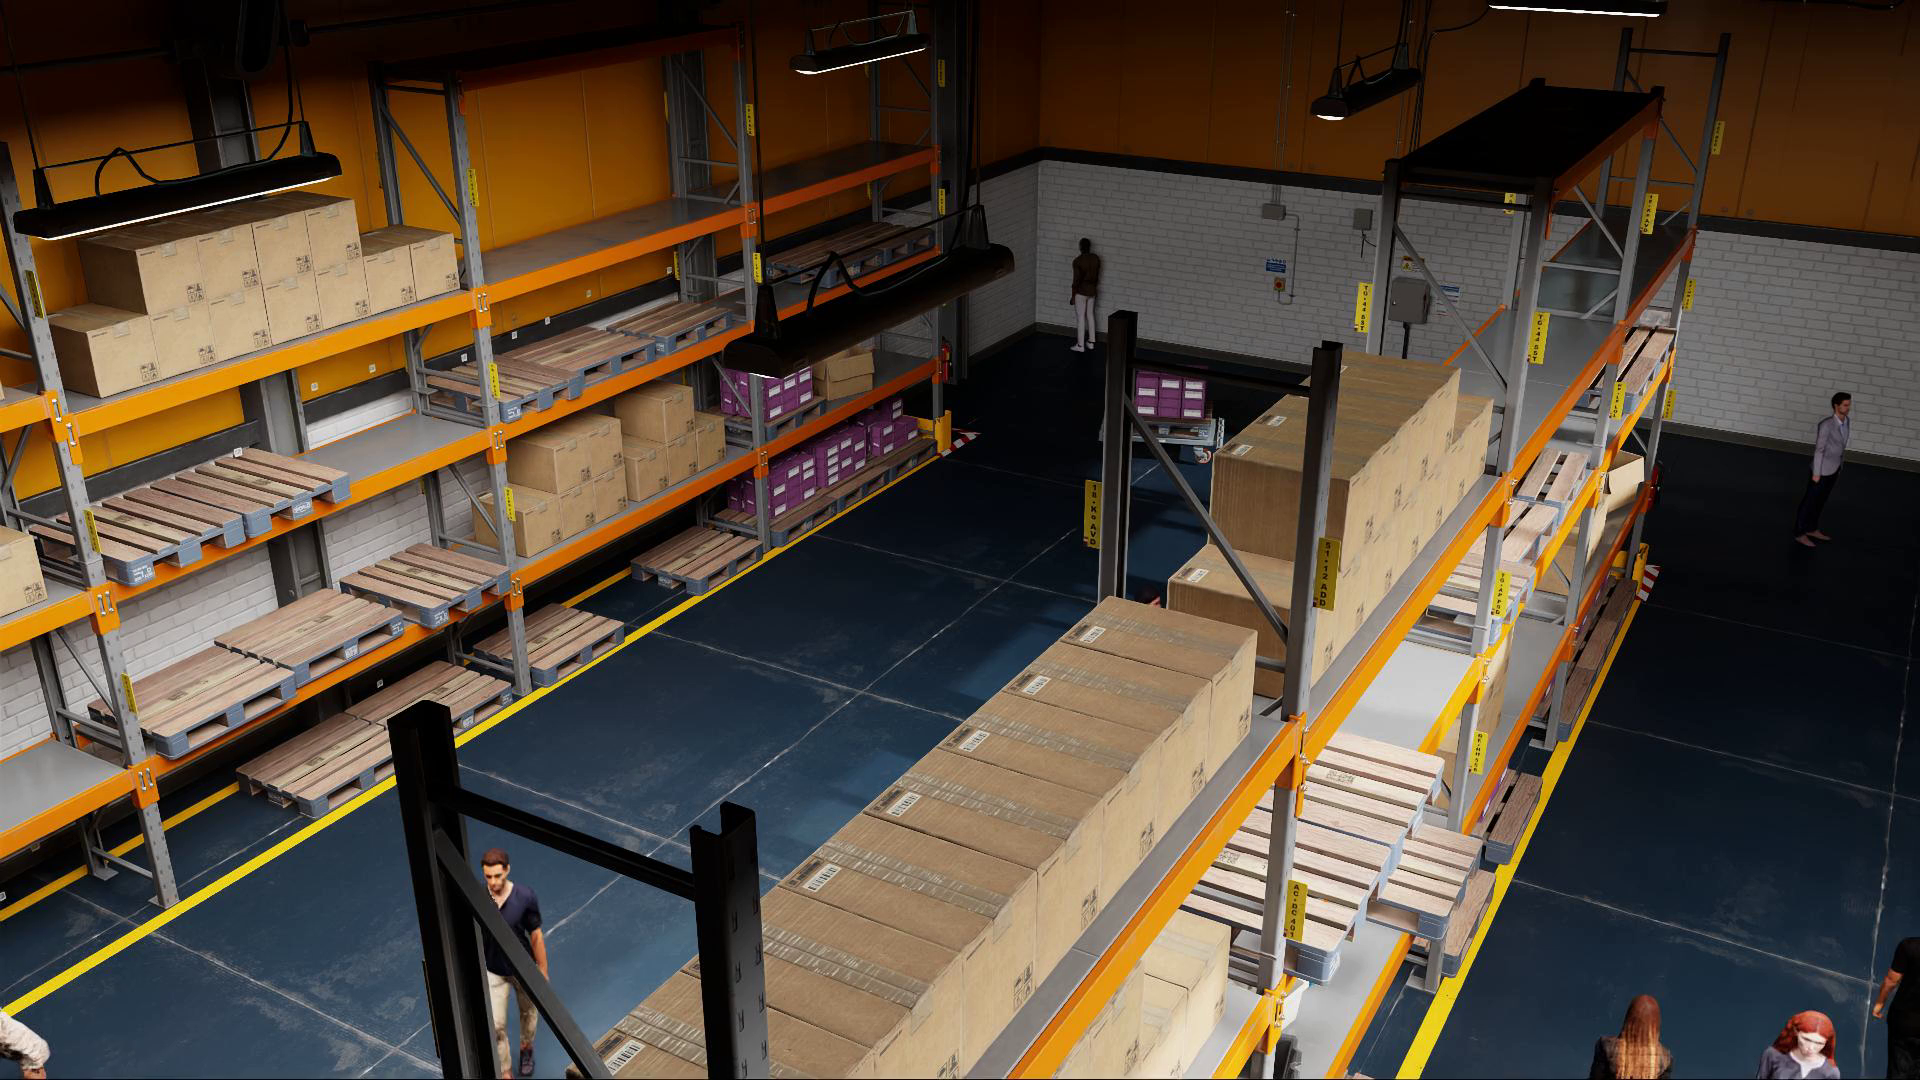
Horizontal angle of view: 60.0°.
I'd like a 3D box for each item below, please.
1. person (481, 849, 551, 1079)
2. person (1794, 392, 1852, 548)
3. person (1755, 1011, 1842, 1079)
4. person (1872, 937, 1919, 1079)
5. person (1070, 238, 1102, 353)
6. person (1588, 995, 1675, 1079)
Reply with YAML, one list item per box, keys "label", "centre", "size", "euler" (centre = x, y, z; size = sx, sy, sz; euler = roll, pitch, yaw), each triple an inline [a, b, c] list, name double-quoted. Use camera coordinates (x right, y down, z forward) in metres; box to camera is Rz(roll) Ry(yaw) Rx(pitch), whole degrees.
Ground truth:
- label: "person"
  centre: [-3.017, 2.809, 11.177]
  size: [0.946, 1.838, 1.025]
  euler: [-3, 24, -8]
- label: "person"
  centre: [10.181, -0.867, 19.569]
  size: [0.693, 1.852, 0.822]
  euler: [-15, 28, -30]
- label: "person"
  centre: [4.841, 3.450, 9.806]
  size: [0.591, 1.763, 0.854]
  euler: [12, 26, 26]
- label: "person"
  centre: [6.140, 3.117, 10.596]
  size: [0.724, 1.740, 0.841]
  euler: [8, 25, 19]
- label: "person"
  centre: [2.004, -3.934, 26.619]
  size: [0.676, 1.824, 0.857]
  euler: [-17, 29, -34]
- label: "person"
  centre: [3.904, 3.480, 9.822]
  size: [0.750, 1.694, 1.010]
  euler: [7, 24, 15]
